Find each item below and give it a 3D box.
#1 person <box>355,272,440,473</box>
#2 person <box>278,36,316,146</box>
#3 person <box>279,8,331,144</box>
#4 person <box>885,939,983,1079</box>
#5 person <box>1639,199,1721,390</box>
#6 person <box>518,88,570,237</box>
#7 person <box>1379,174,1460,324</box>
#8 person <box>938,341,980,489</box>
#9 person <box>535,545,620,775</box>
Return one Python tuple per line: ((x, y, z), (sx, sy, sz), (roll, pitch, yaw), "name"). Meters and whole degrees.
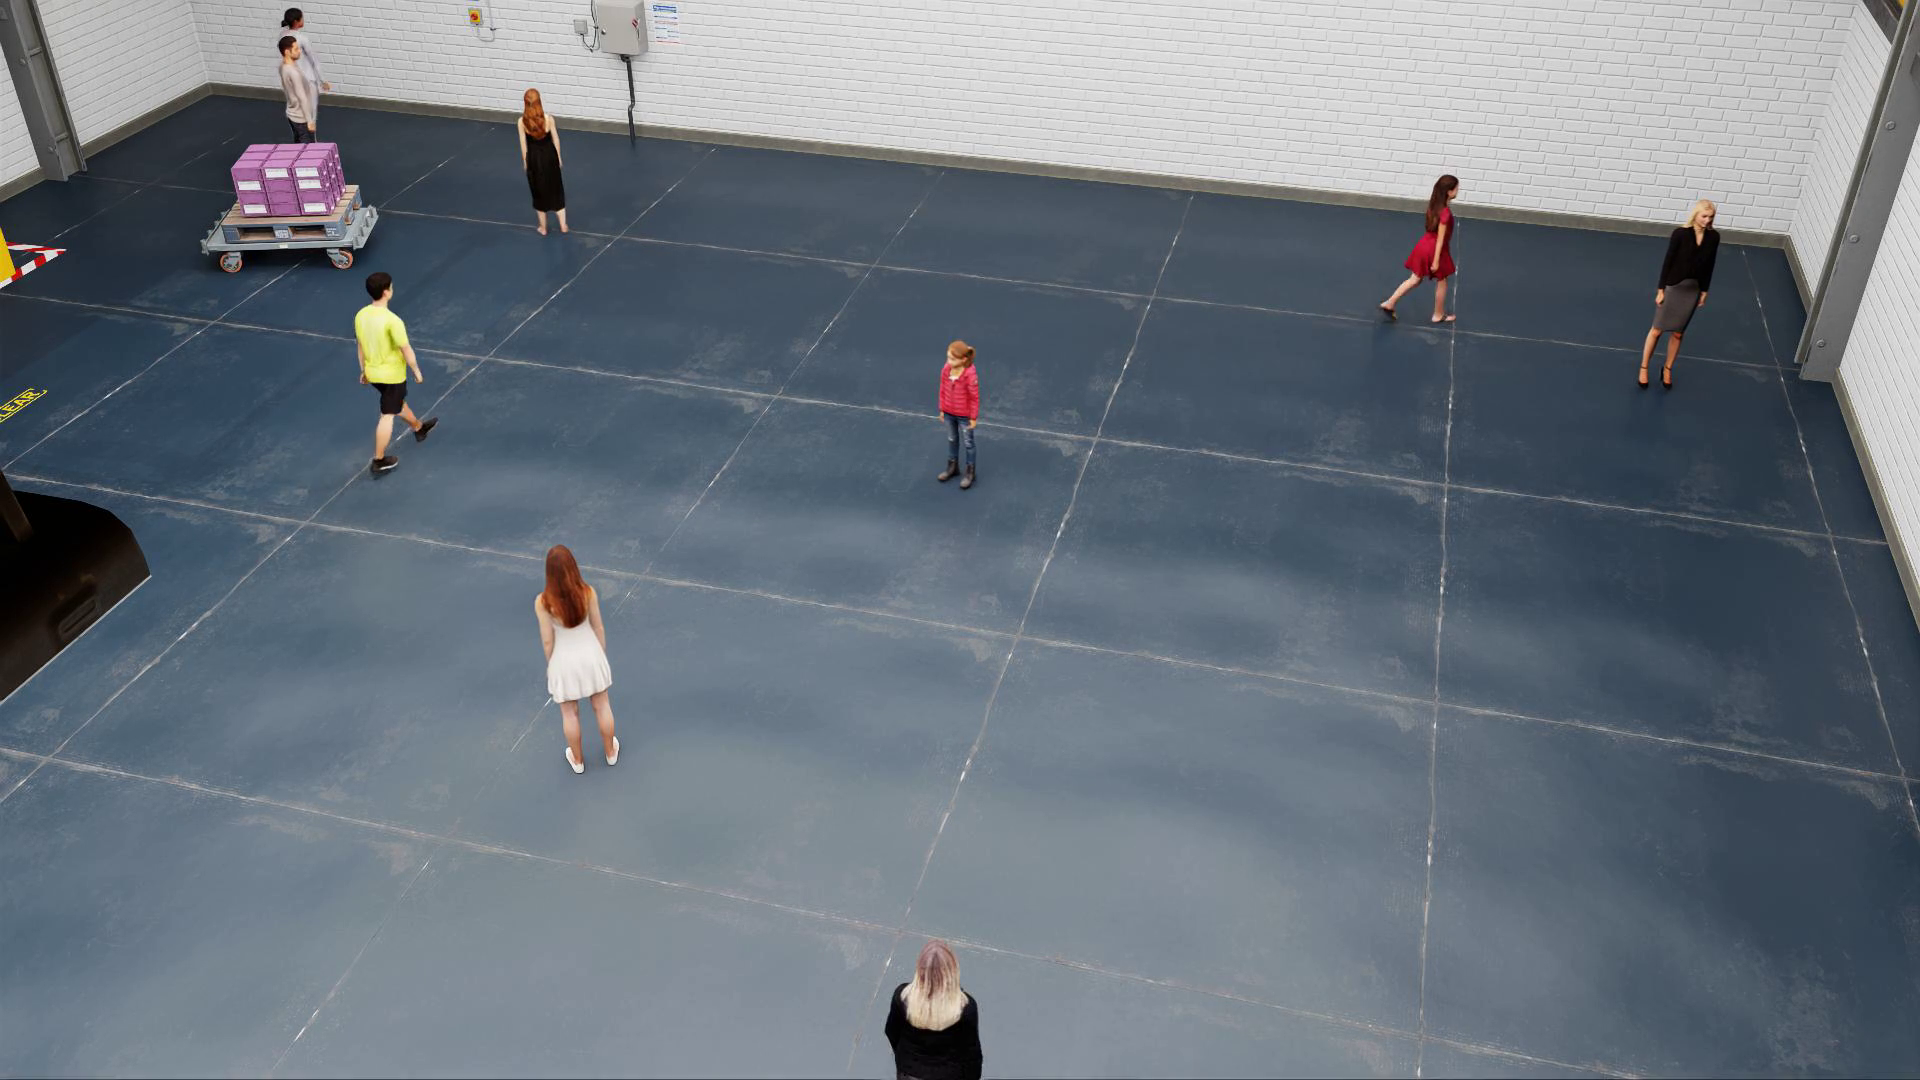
((-4.828, -1.355, 13.854), (0.795, 1.658, 1.159), (16, 37, 23), "person")
((-7.454, -4.757, 18.789), (0.778, 1.862, 0.744), (-23, 40, -31), "person")
((-7.964, -5.497, 20.034), (0.718, 1.717, 0.729), (17, 37, 24), "person")
((-0.133, 2.620, 7.879), (0.762, 1.654, 1.039), (0, 34, 1), "person")
((6.468, -2.202, 14.964), (0.646, 1.840, 0.610), (1, 34, 2), "person")
((-4.524, -4.092, 18.003), (0.676, 1.625, 0.722), (-11, 35, -17), "person")
((4.513, -2.797, 16.139), (0.886, 1.532, 1.026), (-5, 34, -8), "person")
((0.001, -1.055, 13.714), (0.571, 1.315, 0.564), (20, 38, 27), "person")
((-2.449, 0.761, 10.624), (0.648, 1.712, 0.686), (-12, 35, -17), "person")
